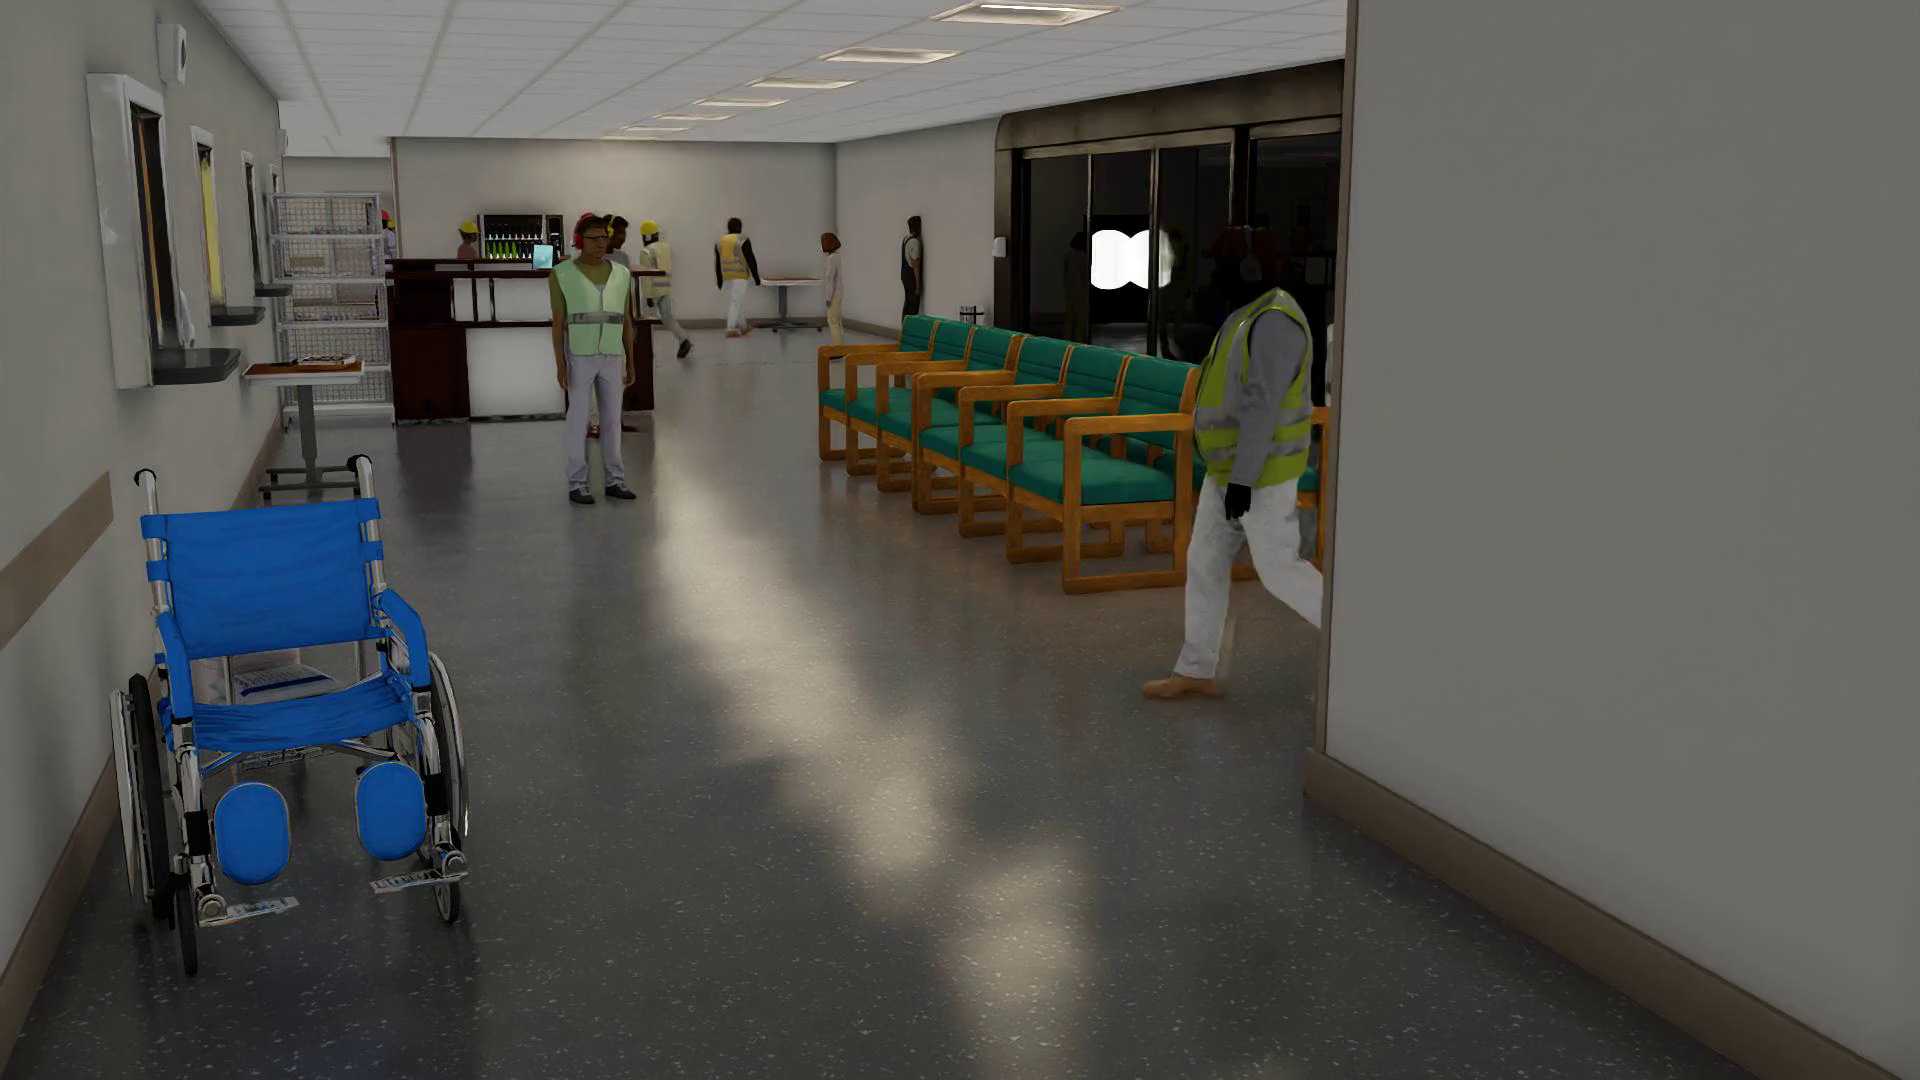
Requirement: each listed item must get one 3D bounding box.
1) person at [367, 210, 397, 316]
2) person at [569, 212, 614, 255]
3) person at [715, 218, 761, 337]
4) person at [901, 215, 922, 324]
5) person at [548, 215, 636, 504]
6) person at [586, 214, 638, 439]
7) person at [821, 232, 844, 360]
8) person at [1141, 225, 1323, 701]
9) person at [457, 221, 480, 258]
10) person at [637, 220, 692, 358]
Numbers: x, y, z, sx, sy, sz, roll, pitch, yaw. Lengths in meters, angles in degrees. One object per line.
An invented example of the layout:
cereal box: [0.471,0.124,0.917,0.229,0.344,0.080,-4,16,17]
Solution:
person: [-9.962,-4.734,28.805,0.553,1.934,0.363,3,11,15]
person: [-4.581,-3.136,20.770,0.582,1.879,0.362,0,11,-2]
person: [-3.380,-4.017,25.486,0.634,1.799,0.876,7,13,32]
person: [-0.660,-3.642,23.456,0.339,1.838,0.506,-4,12,-19]
person: [-2.366,-1.157,10.718,0.562,1.837,0.386,-9,14,-39]
person: [-3.003,-1.769,13.833,0.734,1.853,0.410,-11,15,-43]
person: [-1.638,-3.116,21.310,0.286,1.628,0.506,1,11,6]
person: [1.166,-0.265,6.219,0.872,1.810,0.628,-1,11,-7]
person: [-6.610,-3.405,22.448,0.368,1.774,0.552,-8,14,-37]
person: [-3.864,-3.221,21.454,0.873,1.789,0.583,8,13,34]
